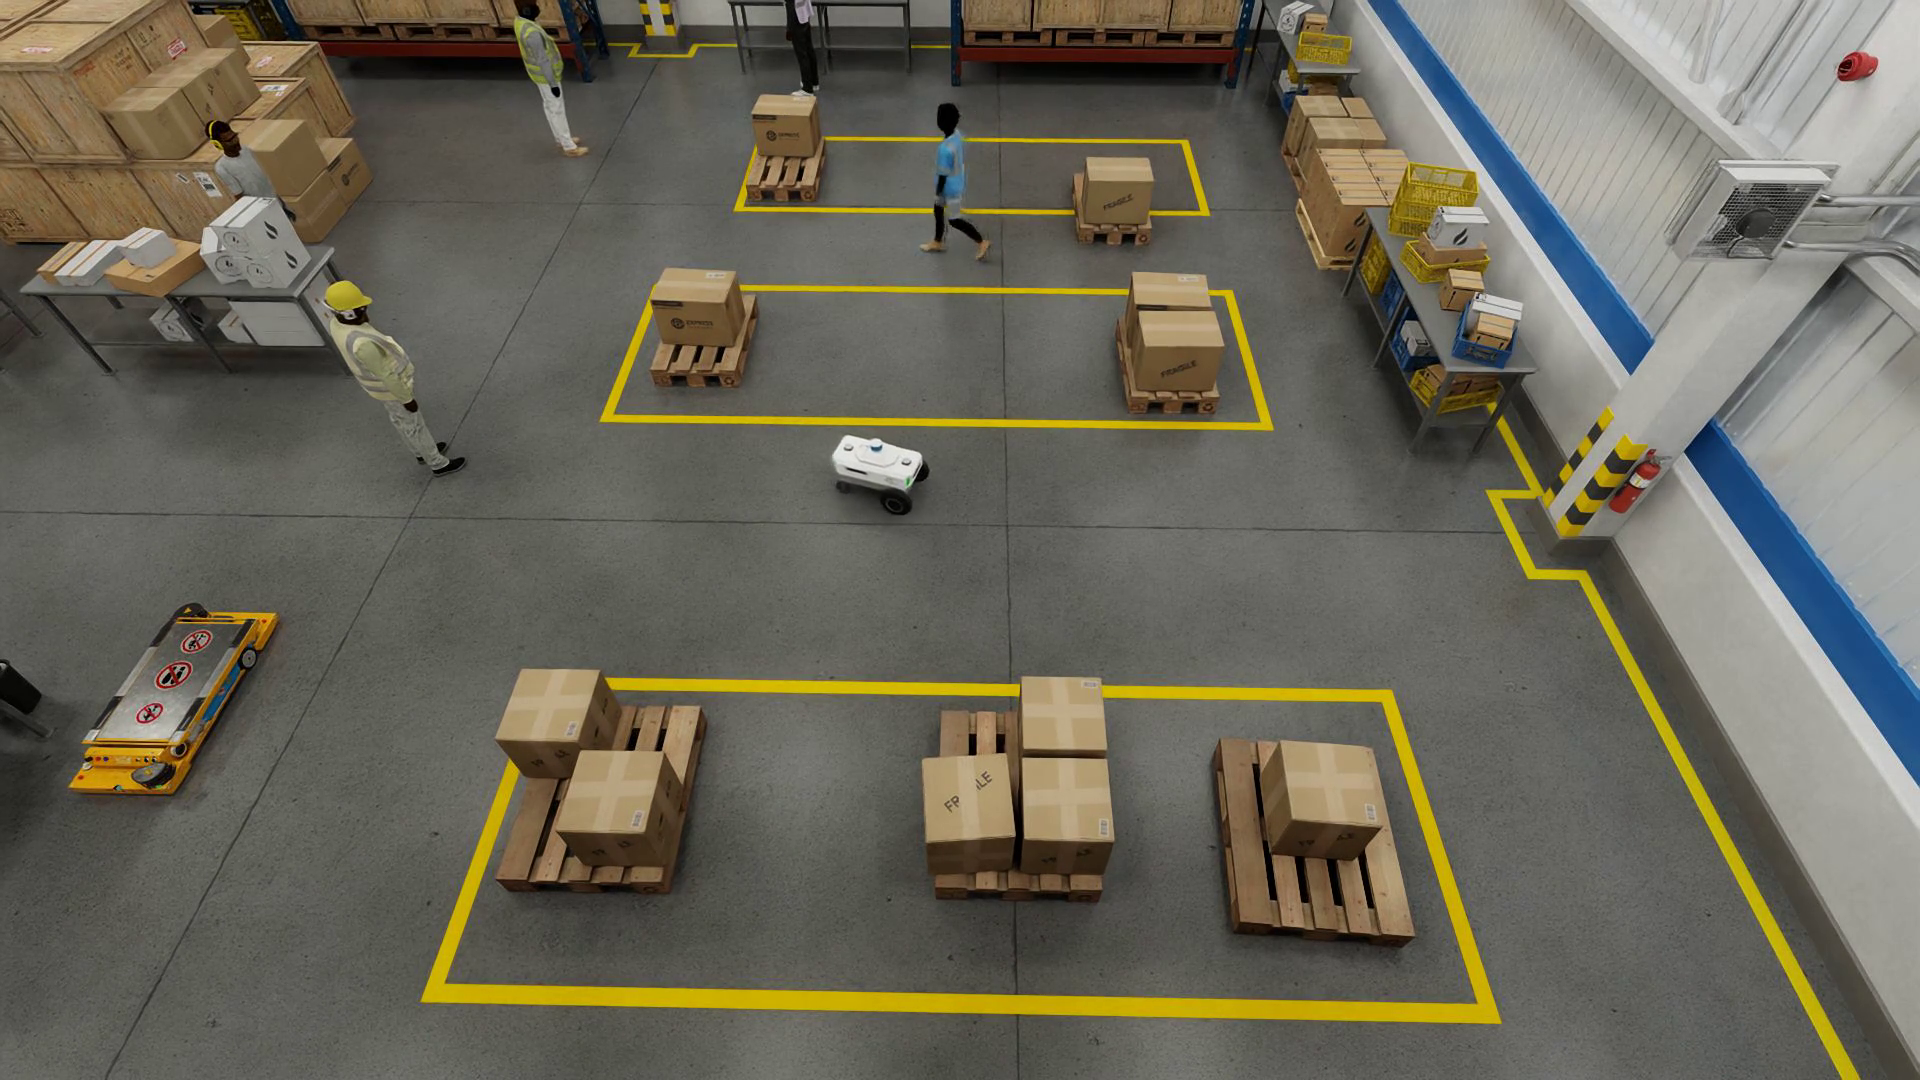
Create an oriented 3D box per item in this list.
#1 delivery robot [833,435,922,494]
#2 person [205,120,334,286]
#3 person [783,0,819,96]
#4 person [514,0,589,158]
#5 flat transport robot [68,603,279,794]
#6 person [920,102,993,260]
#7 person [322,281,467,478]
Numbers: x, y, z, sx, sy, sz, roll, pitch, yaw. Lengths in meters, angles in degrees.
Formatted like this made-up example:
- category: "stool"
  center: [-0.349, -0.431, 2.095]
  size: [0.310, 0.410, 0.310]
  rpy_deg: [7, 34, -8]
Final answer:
- category: "delivery robot"
  center: [-0.687, -0.639, 7.646]
  size: [0.707, 0.478, 0.477]
  rpy_deg: [15, 51, 12]
- category: "person"
  center: [-6.768, -3.199, 9.016]
  size: [0.313, 1.869, 0.538]
  rpy_deg: [1, 50, 1]
- category: "person"
  center: [-2.128, -6.859, 12.083]
  size: [0.395, 1.917, 0.590]
  rpy_deg: [13, 51, 11]
- category: "person"
  center: [-4.976, -5.605, 11.071]
  size: [0.430, 1.843, 0.625]
  rpy_deg: [-25, 54, -20]
- category: "flat transport robot"
  center: [-5.504, 1.072, 6.442]
  size: [0.652, 0.197, 1.431]
  rpy_deg: [1, 50, 1]
- category: "person"
  center: [-0.038, -3.706, 9.574]
  size: [0.774, 1.668, 0.530]
  rpy_deg: [4, 50, 4]
- category: "person"
  center: [-4.600, -1.273, 7.417]
  size: [0.589, 1.822, 0.403]
  rpy_deg: [34, 58, 26]
